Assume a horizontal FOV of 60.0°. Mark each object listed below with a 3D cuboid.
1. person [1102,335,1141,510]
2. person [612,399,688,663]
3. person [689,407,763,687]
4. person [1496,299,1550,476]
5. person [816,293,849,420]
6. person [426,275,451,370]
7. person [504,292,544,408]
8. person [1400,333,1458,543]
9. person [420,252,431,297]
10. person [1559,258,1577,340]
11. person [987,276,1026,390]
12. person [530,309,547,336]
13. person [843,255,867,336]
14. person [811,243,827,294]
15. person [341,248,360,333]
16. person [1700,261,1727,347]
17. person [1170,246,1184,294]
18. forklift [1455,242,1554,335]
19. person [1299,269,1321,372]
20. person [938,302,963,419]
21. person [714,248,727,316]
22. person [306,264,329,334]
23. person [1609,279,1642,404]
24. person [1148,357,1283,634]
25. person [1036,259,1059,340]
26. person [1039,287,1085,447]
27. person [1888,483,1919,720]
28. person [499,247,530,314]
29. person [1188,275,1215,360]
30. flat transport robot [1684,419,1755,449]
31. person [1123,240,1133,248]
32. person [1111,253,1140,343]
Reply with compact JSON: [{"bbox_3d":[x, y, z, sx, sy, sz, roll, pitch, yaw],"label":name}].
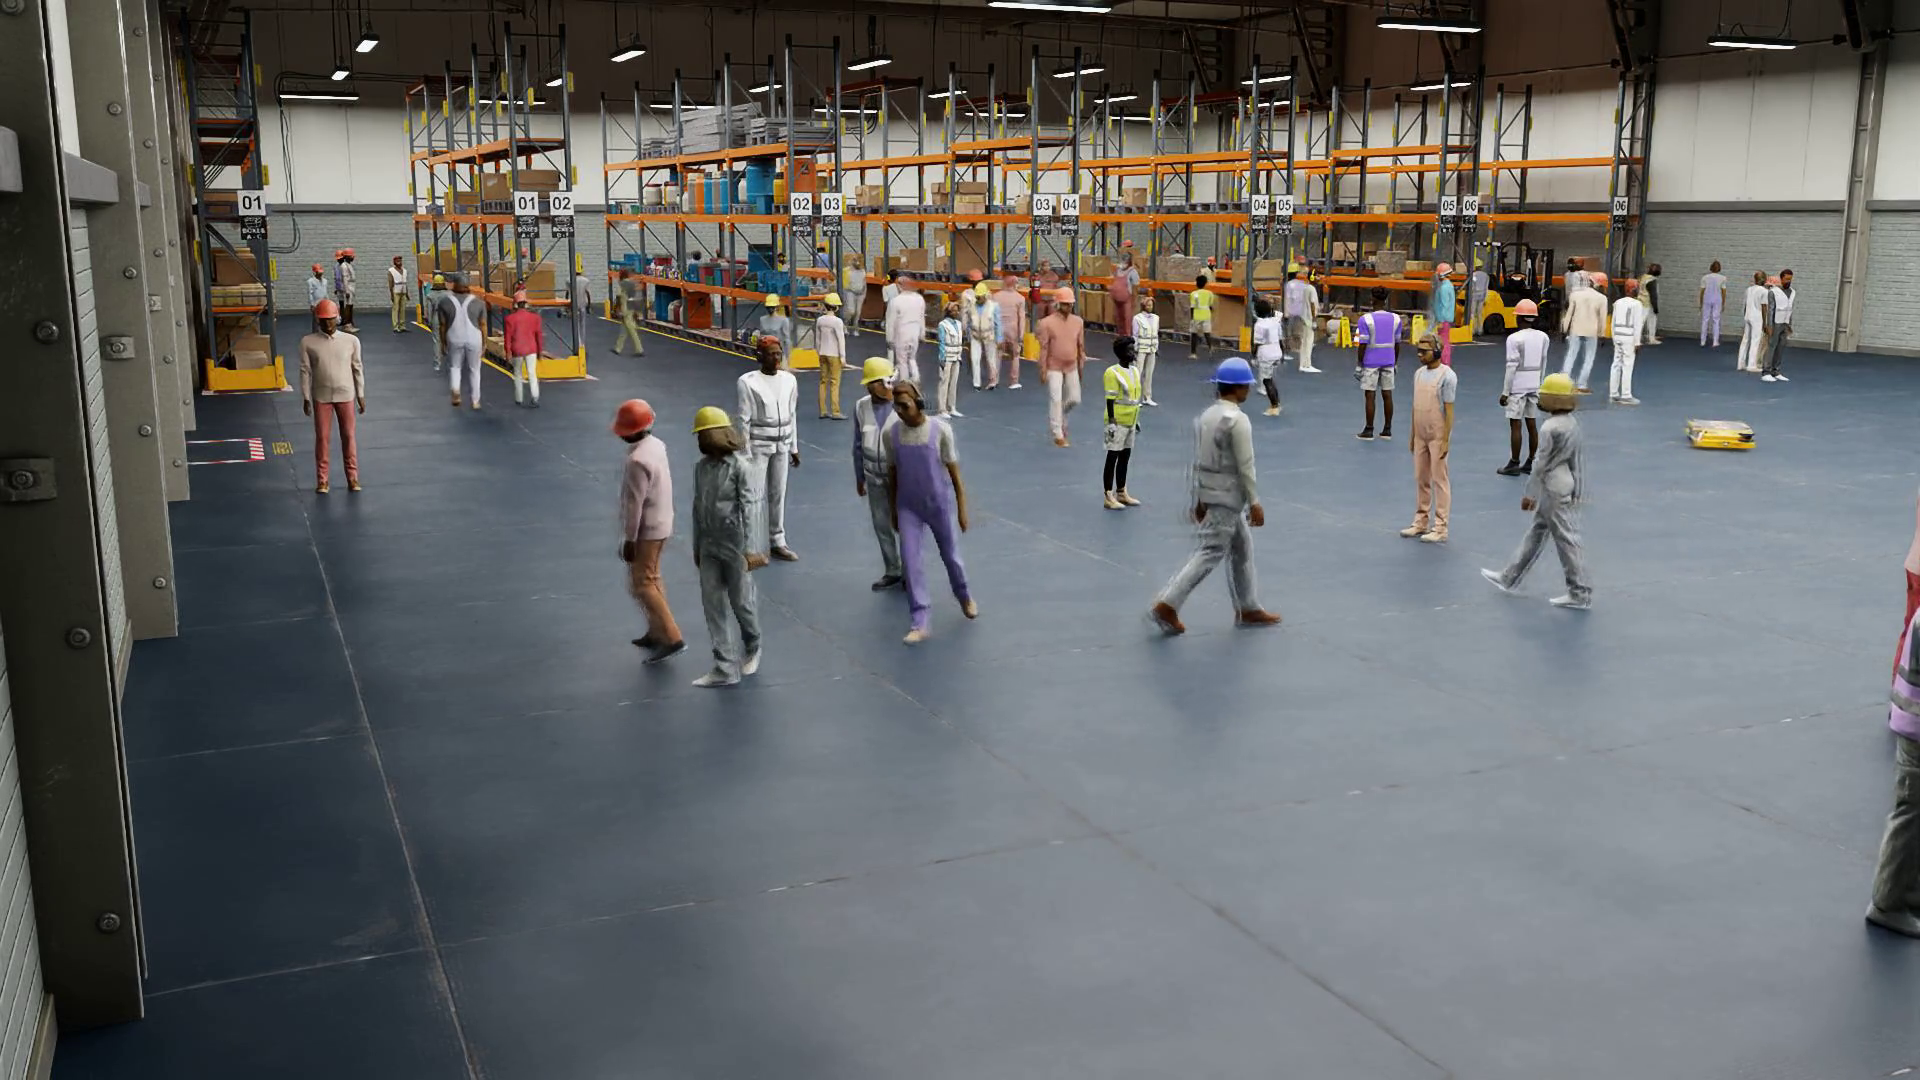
[{"bbox_3d":[1.588,-1.150,16.248,0.320,1.697,0.531,8,14,36],"label":"person"},{"bbox_3d":[-1.985,-0.079,10.810,0.455,1.710,0.617,2,11,8],"label":"person"},{"bbox_3d":[-1.410,0.035,10.215,0.553,1.703,0.585,7,13,31],"label":"person"},{"bbox_3d":[6.170,-1.668,18.269,0.542,1.939,0.361,-5,12,-23],"label":"person"},{"bbox_3d":[-1.784,-2.562,23.252,0.533,1.767,0.327,11,15,43],"label":"person"},{"bbox_3d":[-9.559,-4.006,30.647,0.487,1.744,0.297,-3,11,-14],"label":"person"},{"bbox_3d":[-6.477,-2.829,24.738,0.592,1.718,0.794,-5,12,-25],"label":"person"},{"bbox_3d":[4.138,-0.901,14.633,0.345,1.840,0.502,-5,12,-25],"label":"person"},{"bbox_3d":[-15.278,-7.320,47.466,0.344,1.758,0.520,-5,12,-22],"label":"person"},{"bbox_3d":[13.943,-5.496,37.940,0.328,1.861,0.502,-5,12,-26],"label":"person"},{"bbox_3d":[0.746,-3.377,27.200,0.662,1.859,0.737,4,12,21],"label":"person"},{"bbox_3d":[-9.962,-5.614,39.076,0.307,1.643,0.514,-9,14,-38],"label":"person"},{"bbox_3d":[-2.444,-5.710,38.941,0.663,1.884,0.416,-9,14,-37],"label":"person"},{"bbox_3d":[-4.461,-8.474,52.889,0.587,1.927,0.369,-4,12,-19],"label":"person"},{"bbox_3d":[-14.739,-6.036,40.203,0.392,2.041,0.615,-2,11,-10],"label":"person"},{"bbox_3d":[16.278,-5.106,35.976,0.508,1.844,0.332,7,13,33],"label":"person"},{"bbox_3d":[7.541,-9.315,57.602,0.564,1.753,0.336,5,12,25],"label":"person"},{"bbox_3d":[13.047,-6.049,39.881,2.313,2.155,1.214,-5,12,-23],"label":"forklift"},{"bbox_3d":[6.372,-3.981,30.218,0.332,1.865,0.520,-1,11,-6],"label":"person"},{"bbox_3d":[-0.134,-2.534,23.432,0.311,1.638,0.523,7,13,32],"label":"person"},{"bbox_3d":[-6.757,-7.234,46.691,0.355,1.887,0.574,1,11,6],"label":"person"},{"bbox_3d":[-14.239,-5.264,37.013,0.333,1.749,0.574,5,12,23],"label":"person"},{"bbox_3d":[10.093,-3.001,25.190,0.356,1.881,0.575,-3,12,-17],"label":"person"},{"bbox_3d":[1.758,-0.299,11.406,0.982,1.913,0.601,-2,11,-9],"label":"person"},{"bbox_3d":[1.851,-5.152,36.130,0.659,1.882,0.800,-2,11,-12],"label":"person"},{"bbox_3d":[1.248,-2.140,20.559,0.628,1.978,0.520,-4,12,-21],"label":"person"},{"bbox_3d":[5.411,0.201,9.207,0.314,1.769,0.524,4,12,18],"label":"person"},{"bbox_3d":[-12.535,-7.264,46.774,0.933,1.932,0.655,-5,12,-23],"label":"person"},{"bbox_3d":[4.753,-4.341,32.512,0.530,1.675,0.704,-3,12,-17],"label":"person"},{"bbox_3d":[9.517,-1.340,20.853,0.652,0.197,1.431,4,12,17],"label":"flat transport robot"},{"bbox_3d":[5.311,-8.458,52.552,0.409,2.035,0.601,-6,12,-26],"label":"person"},{"bbox_3d":[3.601,-5.299,36.463,0.611,2.000,0.749,-9,14,-38],"label":"person"}]
